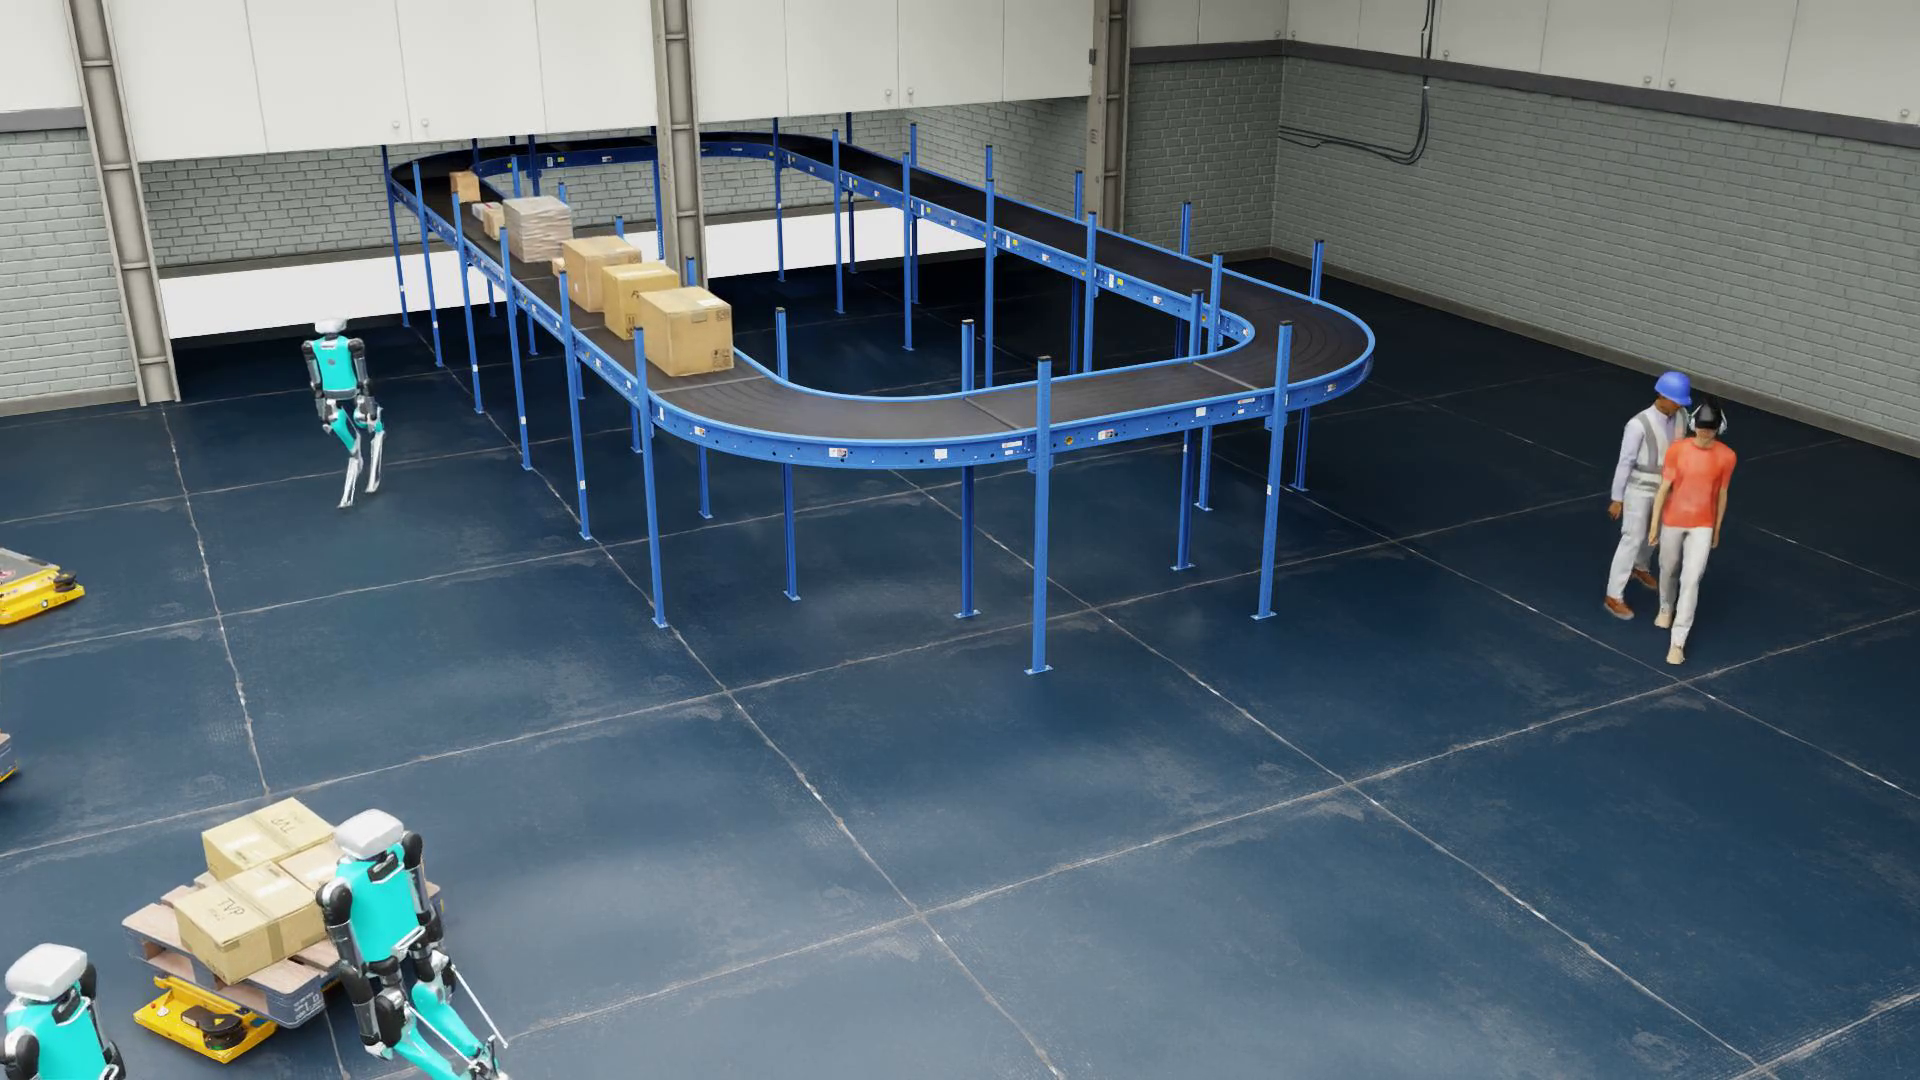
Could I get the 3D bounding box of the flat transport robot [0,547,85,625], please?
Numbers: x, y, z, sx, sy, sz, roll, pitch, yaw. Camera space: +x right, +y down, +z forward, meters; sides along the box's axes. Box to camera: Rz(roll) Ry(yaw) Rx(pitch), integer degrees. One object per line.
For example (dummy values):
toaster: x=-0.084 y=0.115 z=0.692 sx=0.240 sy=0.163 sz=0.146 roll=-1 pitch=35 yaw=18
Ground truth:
flat transport robot: x=-7.627 y=0.329 z=13.062 sx=1.431 sy=0.231 sz=0.659 roll=12 pitch=25 yaw=28

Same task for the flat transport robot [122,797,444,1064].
flat transport robot: x=-3.432 y=2.136 z=8.597 sx=0.659 sy=0.231 sz=1.431 roll=12 pitch=25 yaw=26

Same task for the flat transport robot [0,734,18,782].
flat transport robot: x=-6.426 y=1.615 z=9.884 sx=0.659 sy=0.231 sz=1.431 roll=3 pitch=22 yaw=7

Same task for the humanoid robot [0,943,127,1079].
humanoid robot: x=-3.047 y=2.337 z=6.237 sx=0.730 sy=1.853 sz=0.535 roll=0 pitch=22 yaw=-1

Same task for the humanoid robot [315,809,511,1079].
humanoid robot: x=-2.193 y=1.976 z=6.979 sx=0.725 sy=1.755 sz=0.541 roll=9 pitch=24 yaw=21

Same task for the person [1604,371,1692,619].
person: x=5.259 y=-0.400 z=12.692 sx=0.814 sy=1.905 sz=0.561 roll=-13 pitch=25 yaw=-29

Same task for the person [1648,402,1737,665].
person: x=5.282 y=-0.125 z=12.062 sx=0.484 sy=1.875 sz=0.919 roll=10 pitch=24 yaw=23

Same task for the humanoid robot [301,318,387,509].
humanoid robot: x=-5.399 y=-1.158 z=14.747 sx=0.555 sy=1.736 sz=0.969 roll=0 pitch=22 yaw=-1
